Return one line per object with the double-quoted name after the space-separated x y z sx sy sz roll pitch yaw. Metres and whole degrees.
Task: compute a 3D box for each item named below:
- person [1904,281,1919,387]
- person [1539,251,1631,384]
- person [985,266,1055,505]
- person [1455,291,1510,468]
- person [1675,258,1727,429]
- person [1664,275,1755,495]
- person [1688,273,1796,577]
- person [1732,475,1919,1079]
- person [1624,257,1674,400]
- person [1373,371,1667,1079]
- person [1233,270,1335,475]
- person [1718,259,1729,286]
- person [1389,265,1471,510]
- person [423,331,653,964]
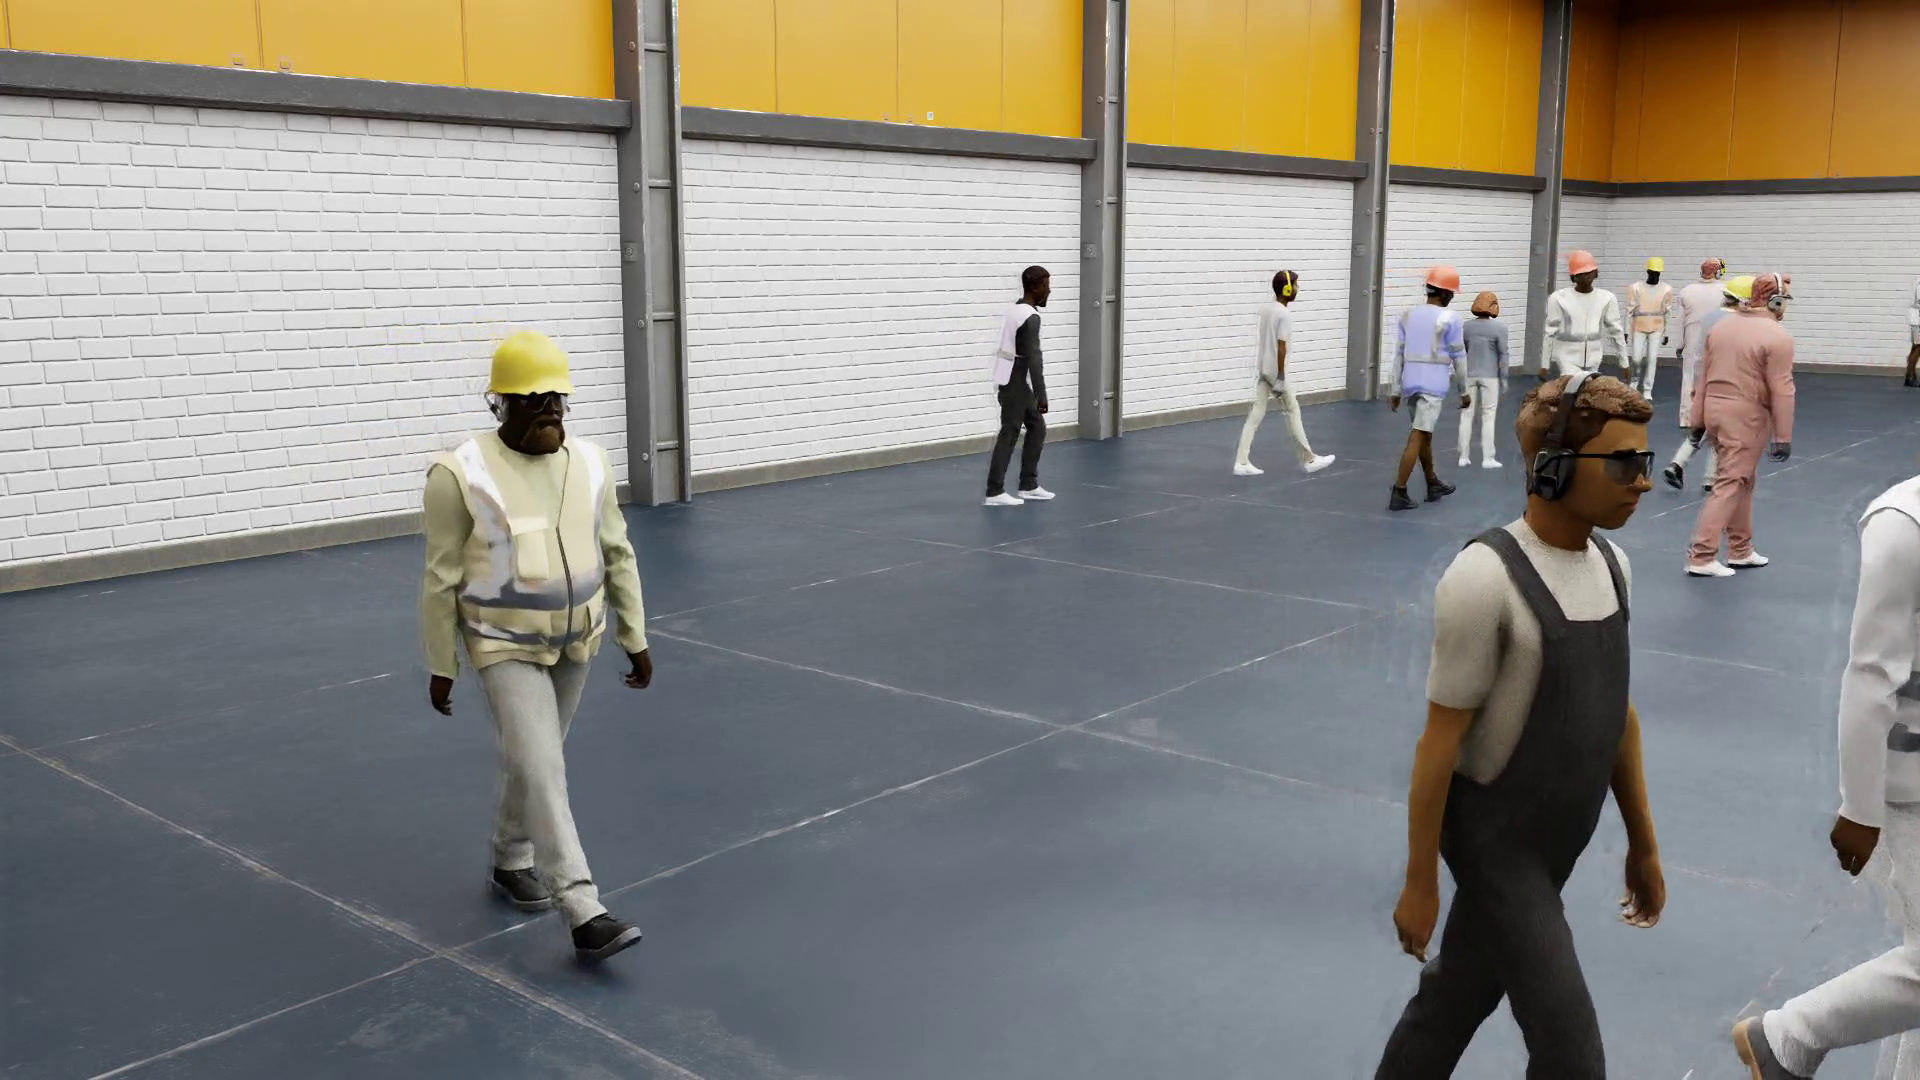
14.116 -3.177 24.352 0.376 1.891 0.717 7 12 33 "person"
5.757 -1.634 15.220 0.771 1.976 1.011 0 10 1 "person"
0.524 -1.200 13.059 0.719 1.880 0.599 -1 10 -7 "person"
4.814 -1.478 15.356 0.507 1.632 0.273 8 13 39 "person"
8.334 -2.180 18.575 0.652 1.906 0.409 8 13 39 "person"
6.188 -1.254 13.606 0.603 1.804 0.615 -3 10 -17 "person"
4.873 -0.697 10.235 0.812 1.866 0.660 -2 10 -13 "person"
2.035 0.489 3.490 0.582 1.868 0.490 -6 12 -31 "person"
9.180 -2.820 22.209 0.613 1.909 0.502 3 10 16 "person"
1.119 0.595 3.074 0.525 1.793 0.998 -9 14 -42 "person"
2.872 -1.484 14.862 0.974 1.815 0.543 -3 11 -19 "person"
10.700 -3.055 23.659 0.532 1.870 0.315 8 13 39 "person"
3.705 -1.187 12.982 0.986 1.874 0.558 -7 12 -35 "person"
-1.182 0.294 4.826 0.914 1.780 0.621 9 14 43 "person"
